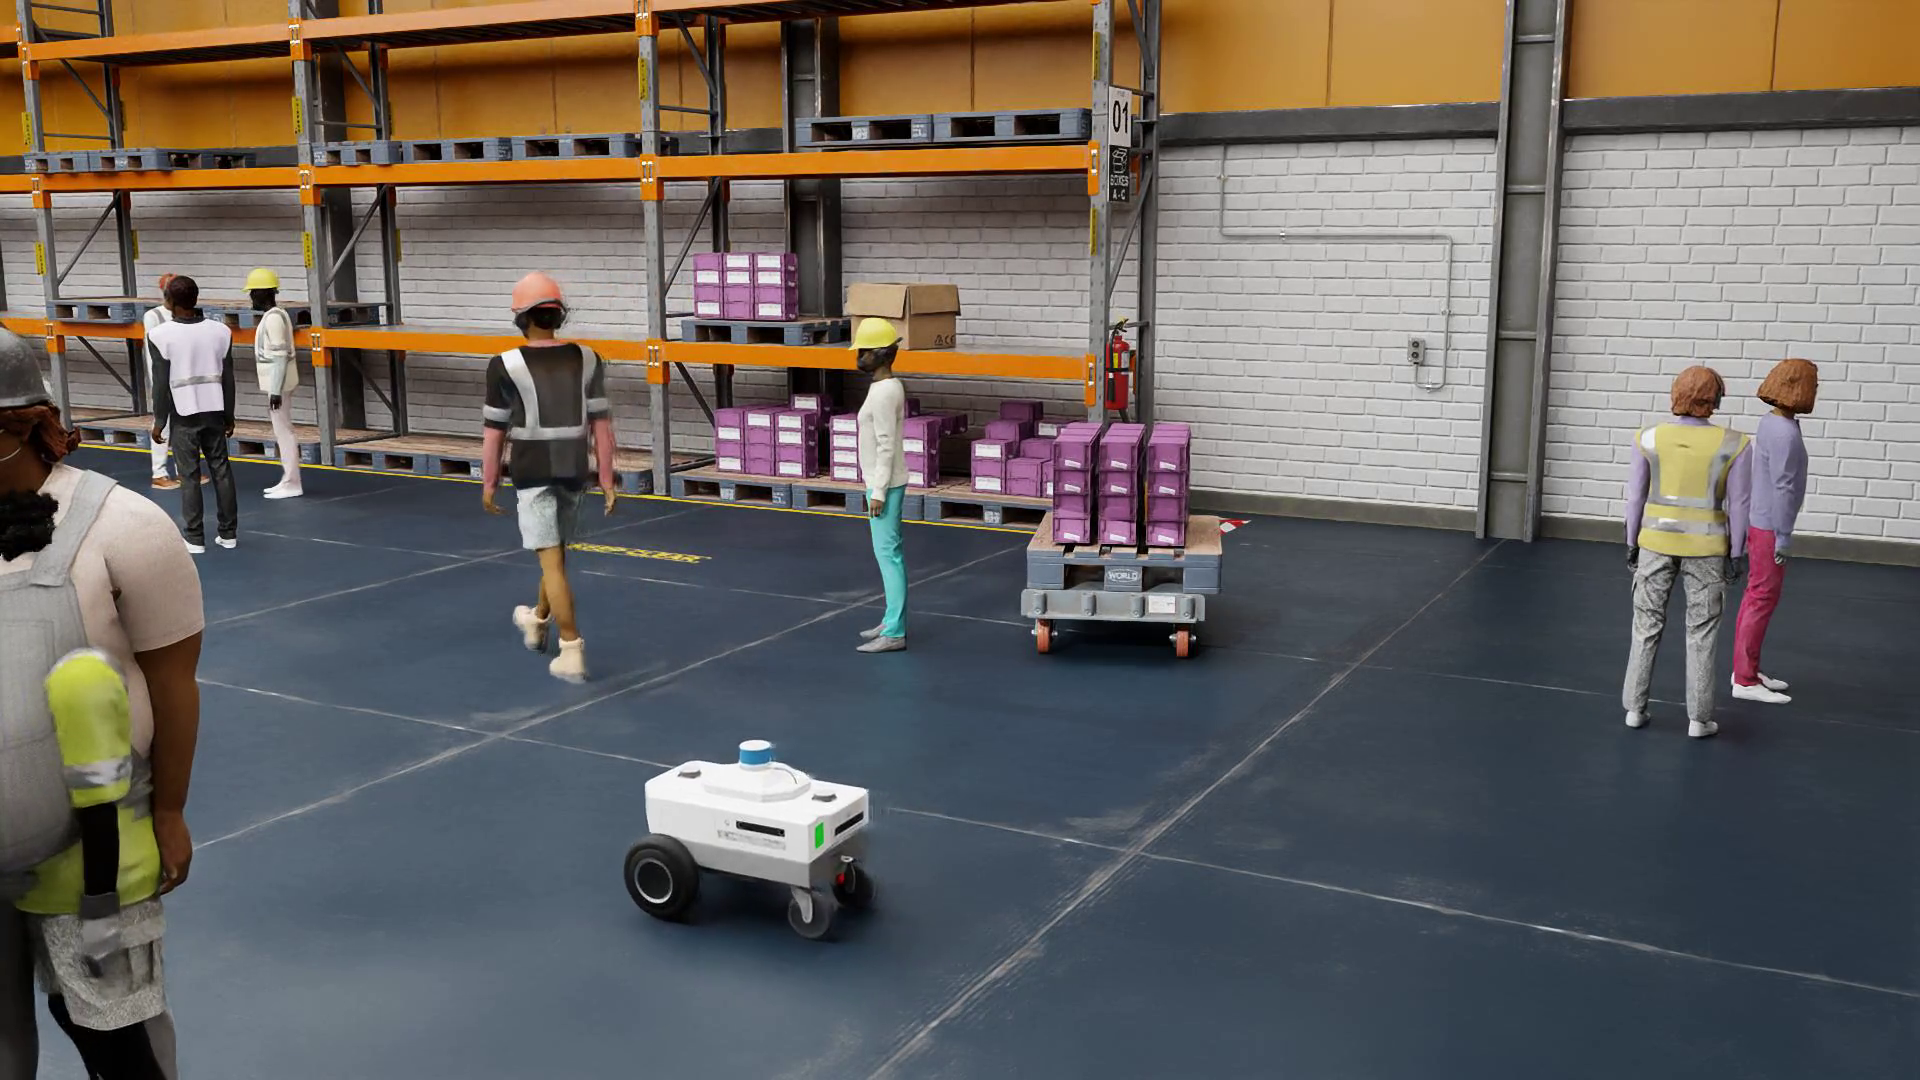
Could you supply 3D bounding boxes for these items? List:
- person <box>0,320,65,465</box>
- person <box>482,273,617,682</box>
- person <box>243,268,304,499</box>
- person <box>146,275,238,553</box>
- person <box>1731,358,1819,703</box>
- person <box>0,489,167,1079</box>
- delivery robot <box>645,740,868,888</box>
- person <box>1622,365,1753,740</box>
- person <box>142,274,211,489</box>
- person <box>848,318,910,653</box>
[{"bbox_3d":[-4.566,-0.171,7.993,0.552,1.824,0.426,-2,10,-8],"label":"person"},{"bbox_3d":[-2.140,-0.334,8.413,0.611,1.992,1.016,-9,14,-41],"label":"person"},{"bbox_3d":[-5.749,-1.305,13.941,0.382,1.924,0.594,-4,11,-21],"label":"person"},{"bbox_3d":[-5.310,-0.866,11.552,0.392,1.920,0.587,8,13,37],"label":"person"},{"bbox_3d":[3.856,-0.046,7.871,0.280,1.624,0.493,3,11,17],"label":"person"},{"bbox_3d":[-1.851,0.718,3.497,0.321,1.690,0.545,-8,13,-39],"label":"person"},{"bbox_3d":[-0.658,0.894,5.391,0.707,0.478,0.477,5,12,26],"label":"delivery robot"},{"bbox_3d":[3.172,0.056,7.295,0.519,1.632,0.313,7,13,35],"label":"person"},{"bbox_3d":[-6.858,-1.383,14.545,0.369,1.872,0.591,3,11,17],"label":"person"},{"bbox_3d":[-0.428,-0.286,8.801,0.318,1.766,0.534,0,10,1],"label":"person"}]
